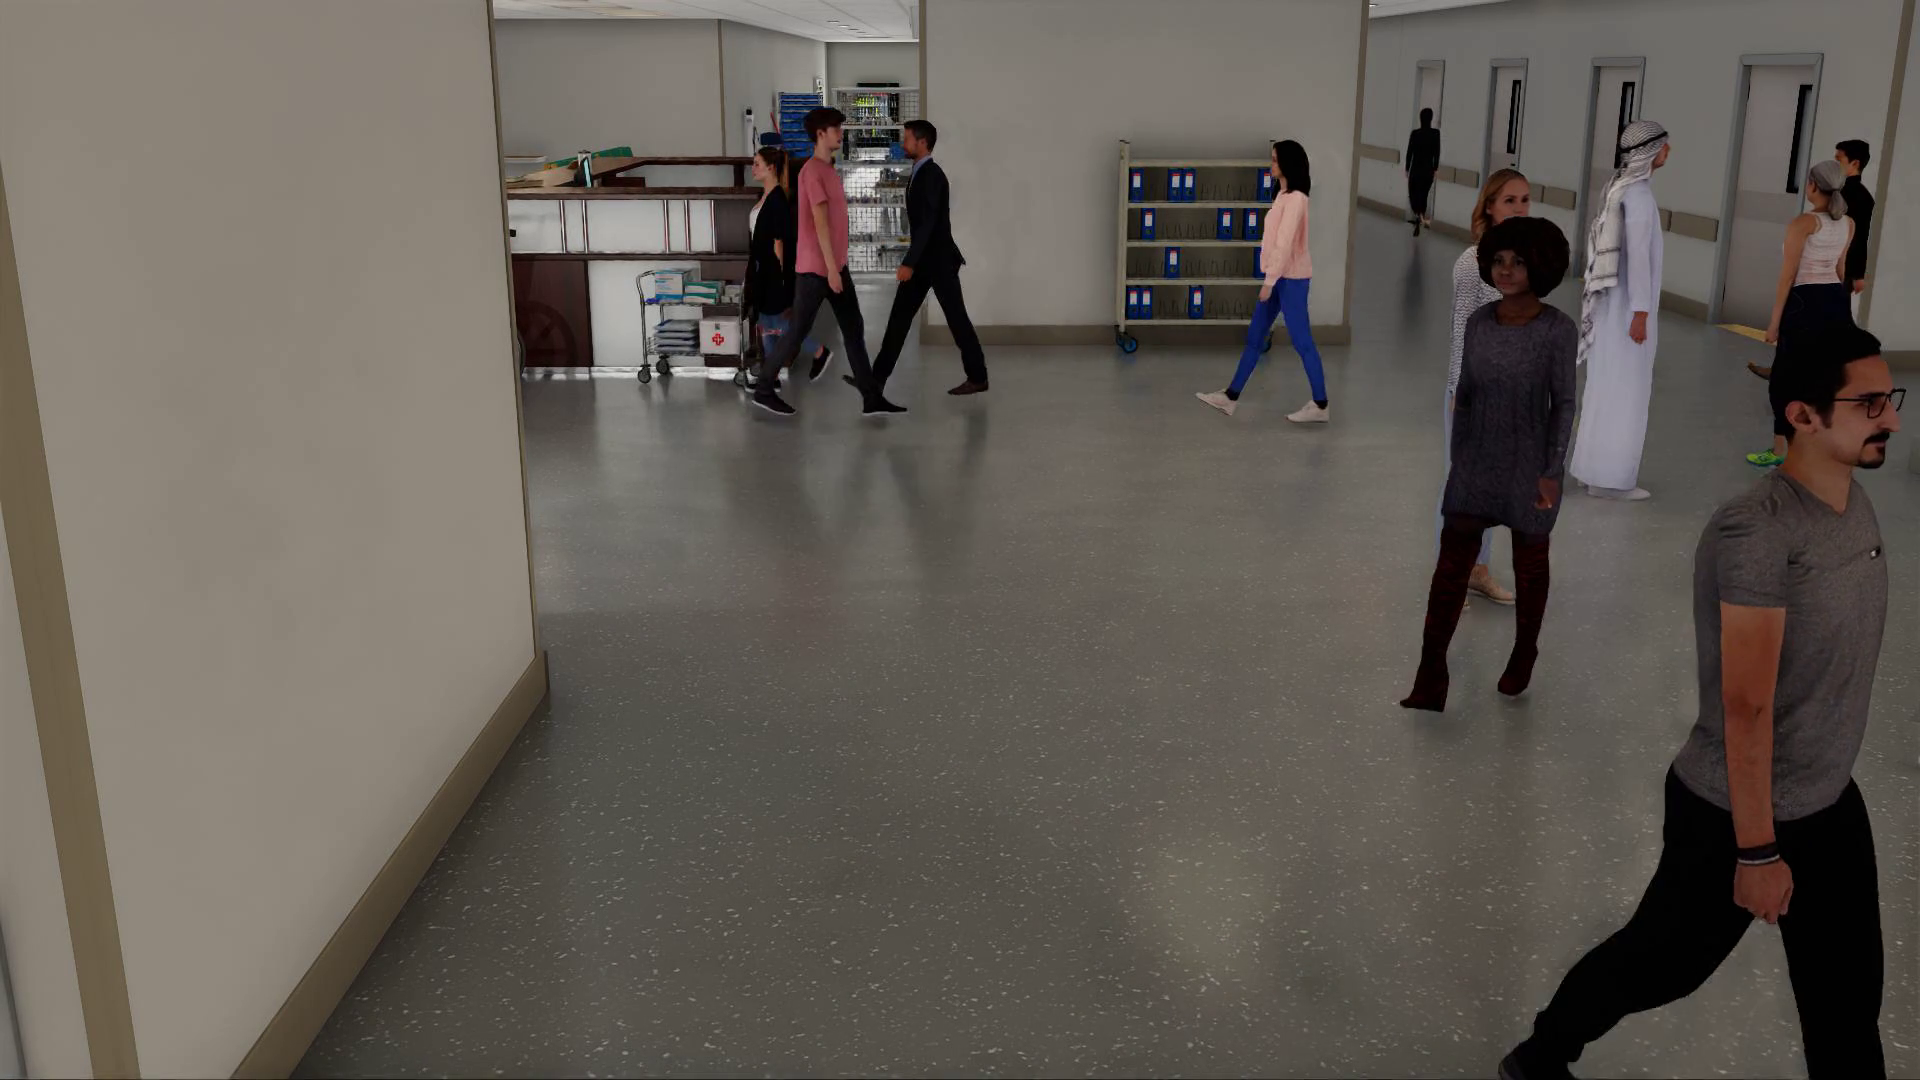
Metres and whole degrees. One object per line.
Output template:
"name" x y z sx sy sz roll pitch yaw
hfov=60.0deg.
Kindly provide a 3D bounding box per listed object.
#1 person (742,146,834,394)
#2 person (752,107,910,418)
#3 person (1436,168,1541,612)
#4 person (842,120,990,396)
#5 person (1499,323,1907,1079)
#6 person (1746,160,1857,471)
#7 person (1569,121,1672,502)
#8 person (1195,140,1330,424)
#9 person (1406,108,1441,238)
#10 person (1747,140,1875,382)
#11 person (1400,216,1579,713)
"person" -1.183 -1.815 11.323 0.909 1.672 0.750 -4 16 -14
"person" -0.958 -1.671 10.373 1.295 1.910 0.822 3 16 10
"person" 2.167 -0.613 6.830 0.573 1.796 0.715 -6 17 -20
"person" -0.103 -1.806 11.037 1.307 1.810 0.939 -6 17 -19
"person" 1.423 0.473 3.128 1.169 1.715 1.181 -13 20 -39
"person" 4.730 -1.238 9.230 0.583 1.698 0.731 -6 17 -20
"person" 3.454 -1.194 8.652 0.647 1.926 0.709 2 16 5
"person" 2.116 -1.554 10.291 1.062 1.728 0.716 1 16 3
"person" 6.106 -4.822 21.944 0.856 1.696 0.671 1 16 4
"person" 6.093 -1.844 11.390 1.114 1.690 0.821 4 16 14
"person" 1.927 -0.238 5.718 1.024 1.678 1.058 13 20 39
